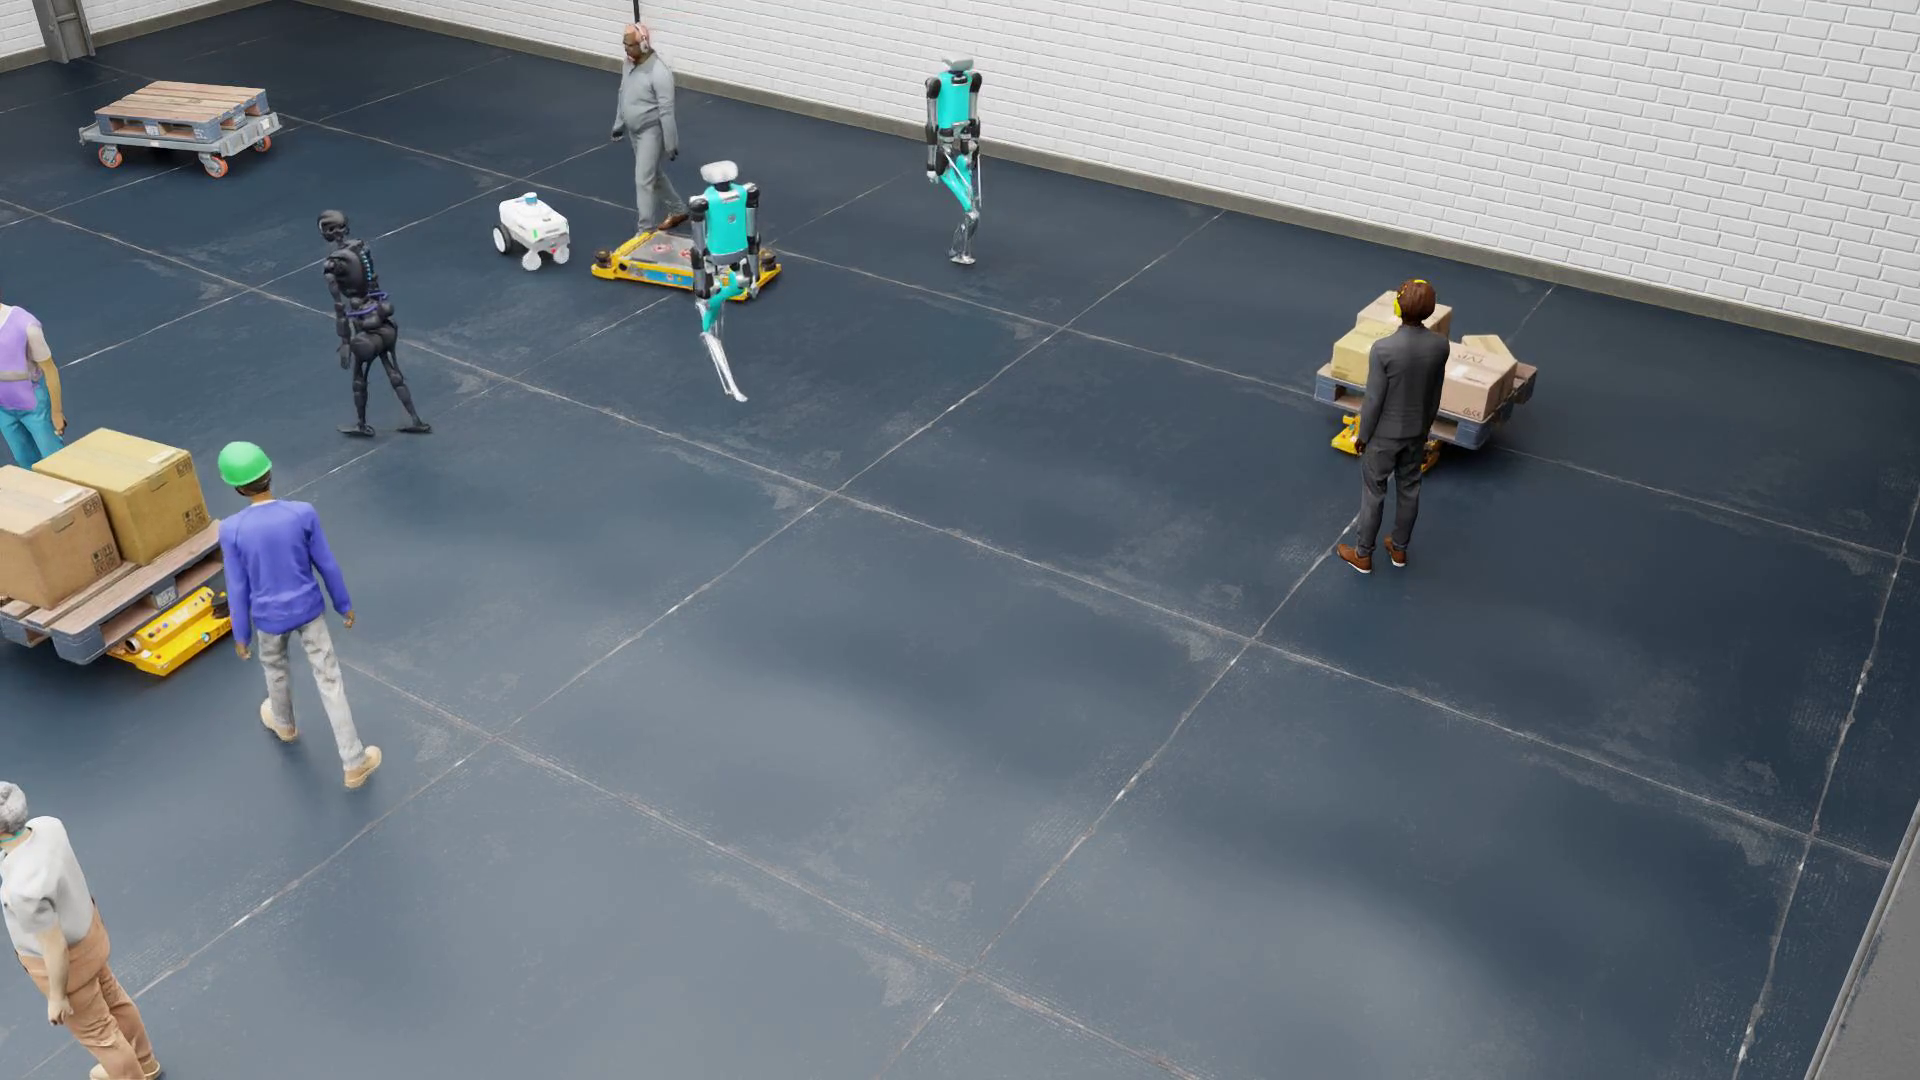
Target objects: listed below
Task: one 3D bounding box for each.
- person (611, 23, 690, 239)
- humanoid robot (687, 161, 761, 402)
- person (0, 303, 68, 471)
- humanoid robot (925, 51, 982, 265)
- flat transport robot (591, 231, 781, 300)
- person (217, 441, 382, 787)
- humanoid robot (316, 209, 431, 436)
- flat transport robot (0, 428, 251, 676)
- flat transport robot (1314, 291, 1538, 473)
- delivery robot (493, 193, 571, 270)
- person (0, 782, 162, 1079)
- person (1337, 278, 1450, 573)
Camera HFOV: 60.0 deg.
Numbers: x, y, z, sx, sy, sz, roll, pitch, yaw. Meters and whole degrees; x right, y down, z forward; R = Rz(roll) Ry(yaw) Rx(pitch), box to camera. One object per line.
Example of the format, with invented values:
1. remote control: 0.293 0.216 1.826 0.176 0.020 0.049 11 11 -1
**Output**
1. person: -2.665 -3.463 14.154 0.755 1.876 0.653 -20 38 -29
2. humanoid robot: -1.802 -1.936 11.947 0.530 1.784 0.974 -21 38 -29
3. person: -5.673 -0.823 10.080 0.571 1.841 0.375 8 34 12
4. humanoid robot: 0.076 -3.070 13.684 0.584 1.790 0.832 -24 40 -33
5. flat transport robot: -2.277 -2.291 13.821 1.431 0.231 0.659 12 35 18
6. person: -3.348 0.342 8.300 0.570 1.814 0.914 -17 36 -25
7. humanoid robot: -4.030 -1.448 11.221 0.641 1.627 0.589 5 33 7
8. flat transport robot: -4.927 0.376 9.671 1.431 0.231 0.659 14 35 20
9. flat transport robot: 3.229 -0.898 11.653 0.659 0.231 1.431 22 39 31
10. delivery robot: -3.613 -2.662 14.108 0.503 0.566 0.733 -23 39 -31
11. person: -3.442 1.598 6.404 0.301 1.743 0.491 -9 34 -14
12. person: 2.565 -0.657 9.796 0.493 1.875 0.355 -8 34 -12
